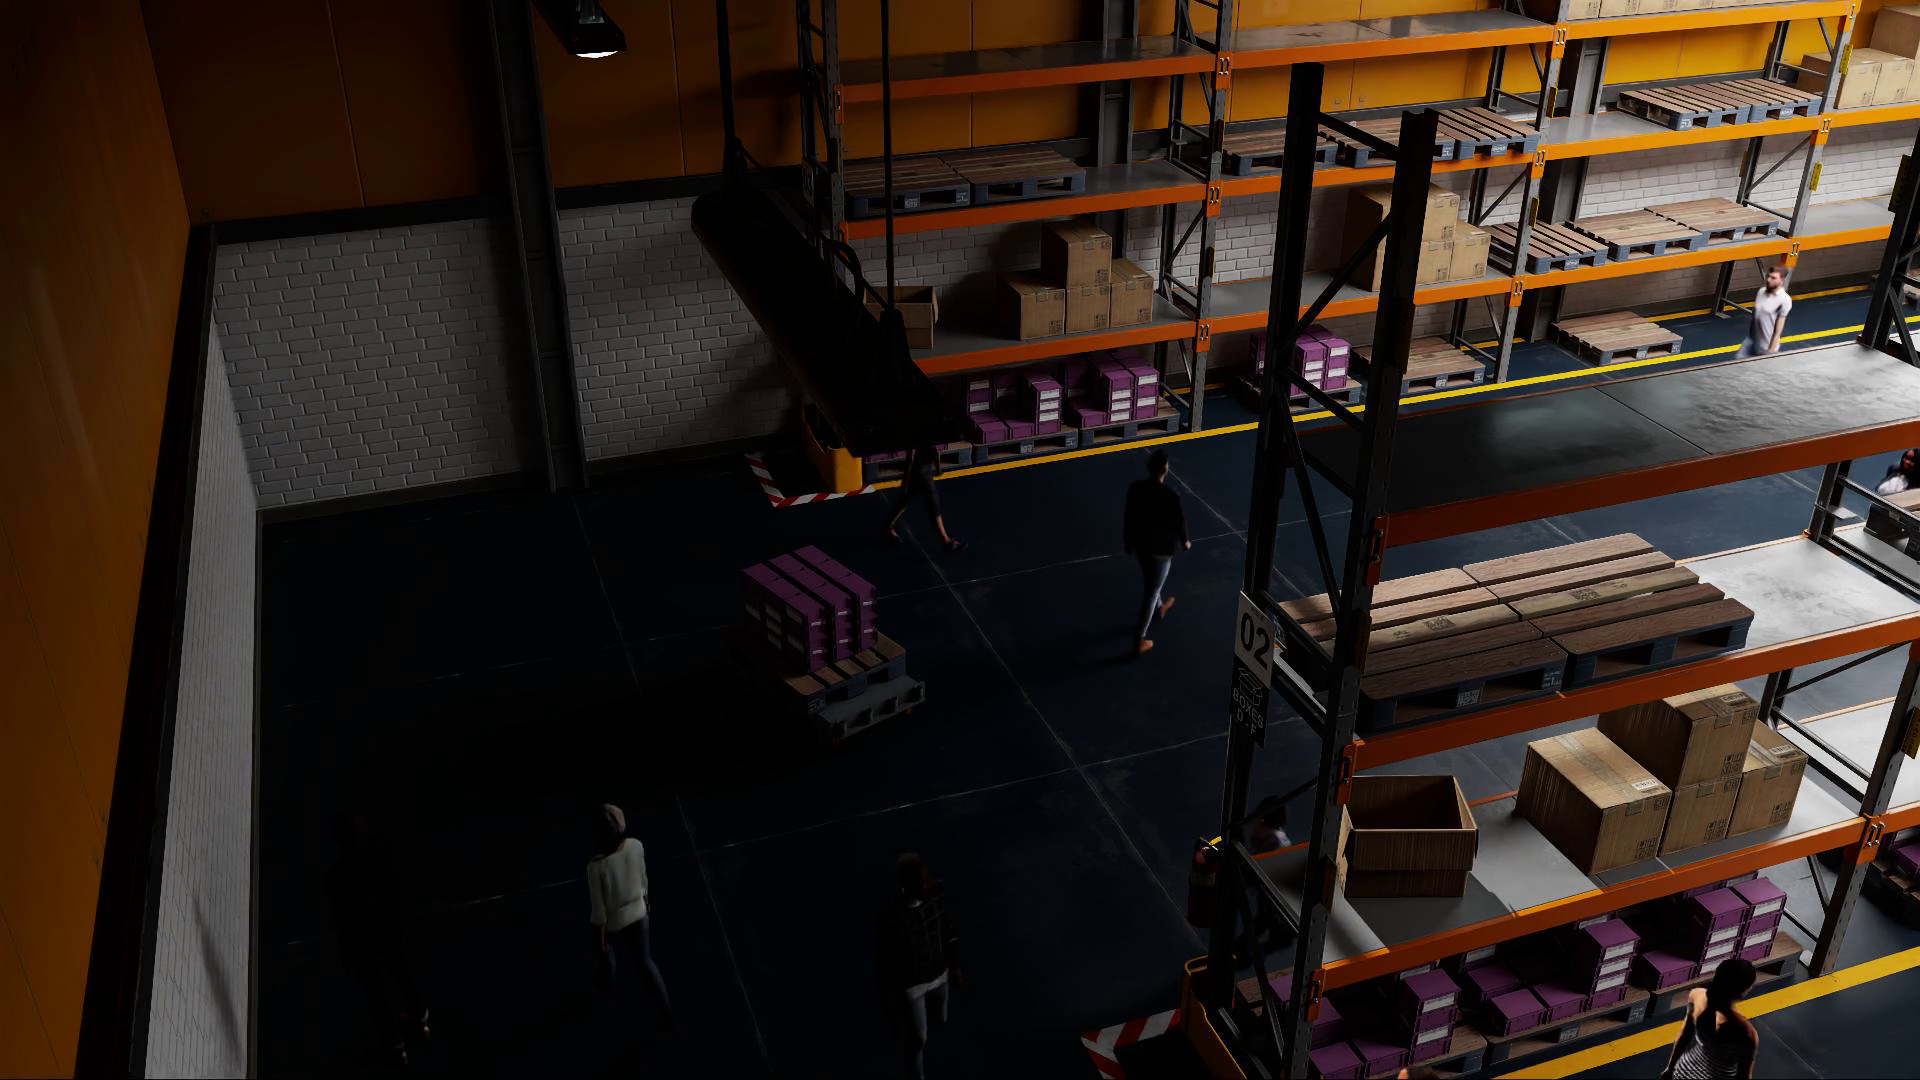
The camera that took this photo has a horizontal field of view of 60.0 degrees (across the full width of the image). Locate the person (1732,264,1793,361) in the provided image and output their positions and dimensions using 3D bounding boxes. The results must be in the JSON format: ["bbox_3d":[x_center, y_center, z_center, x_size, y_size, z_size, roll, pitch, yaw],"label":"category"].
[{"bbox_3d":[8.792,-2.117,18.109,0.670,1.836,0.671,-12,31,-21],"label":"person"}]

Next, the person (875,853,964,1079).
[{"bbox_3d":[-0.300,2.486,9.708,1.010,1.800,0.912,-19,34,-31],"label":"person"}]

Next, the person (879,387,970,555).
[{"bbox_3d":[-0.470,-0.660,15.603,1.194,1.678,1.097,14,32,24],"label":"person"}]

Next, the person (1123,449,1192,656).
[{"bbox_3d":[1.591,0.134,14.014,1.054,1.806,1.210,20,34,32],"label":"person"}]

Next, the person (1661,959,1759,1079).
[{"bbox_3d":[3.848,2.981,8.817,1.064,1.784,0.609,-10,30,-18],"label":"person"}]

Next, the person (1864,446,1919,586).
[{"bbox_3d":[8.326,-0.140,14.751,0.813,1.580,0.680,-9,30,-15],"label":"person"}]

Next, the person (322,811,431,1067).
[{"bbox_3d":[-3.490,2.357,9.926,0.830,1.817,0.775,12,31,21],"label":"person"}]

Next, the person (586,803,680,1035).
[{"bbox_3d":[-2.017,2.341,10.171,1.113,1.611,0.930,-23,36,-36],"label":"person"}]

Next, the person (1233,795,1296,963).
[{"bbox_3d":[1.971,2.210,10.788,0.803,1.251,0.535,-6,29,-11],"label":"person"}]
